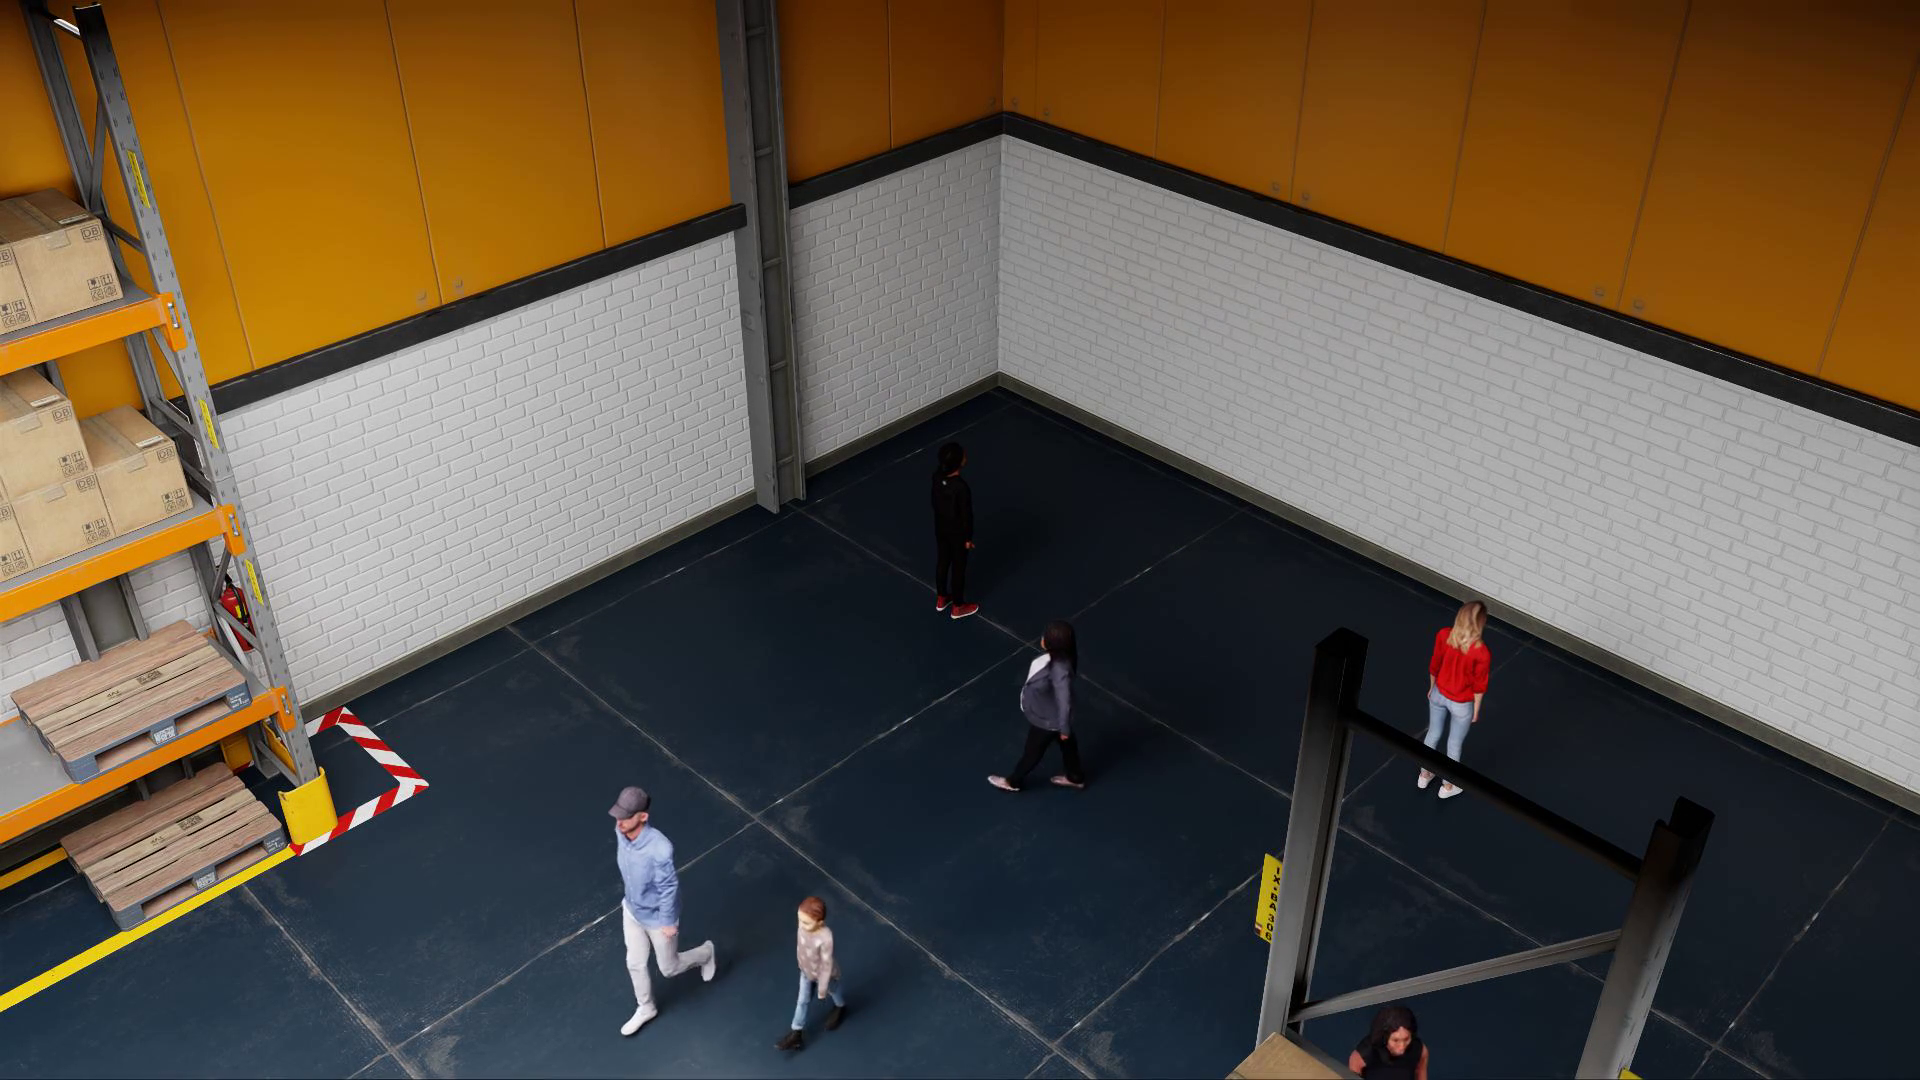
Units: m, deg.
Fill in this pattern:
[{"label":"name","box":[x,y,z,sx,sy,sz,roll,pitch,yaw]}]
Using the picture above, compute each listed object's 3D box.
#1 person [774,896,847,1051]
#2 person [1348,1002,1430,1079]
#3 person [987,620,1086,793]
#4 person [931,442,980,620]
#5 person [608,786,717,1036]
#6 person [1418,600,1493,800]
[{"label":"person","box":[-0.846,2.658,10.433,0.511,1.168,0.800,26,42,34]},{"label":"person","box":[2.274,3.133,9.240,1.132,1.697,1.030,-9,35,-14]},{"label":"person","box":[0.764,1.259,12.180,1.033,1.564,1.025,6,34,8]},{"label":"person","box":[-0.062,-0.090,14.110,0.519,1.675,0.588,-27,42,-35]},{"label":"person","box":[-1.876,2.260,10.394,0.735,1.874,1.024,23,40,31]},{"label":"person","box":[3.621,1.161,12.202,0.505,1.703,0.613,-27,42,-35]}]
